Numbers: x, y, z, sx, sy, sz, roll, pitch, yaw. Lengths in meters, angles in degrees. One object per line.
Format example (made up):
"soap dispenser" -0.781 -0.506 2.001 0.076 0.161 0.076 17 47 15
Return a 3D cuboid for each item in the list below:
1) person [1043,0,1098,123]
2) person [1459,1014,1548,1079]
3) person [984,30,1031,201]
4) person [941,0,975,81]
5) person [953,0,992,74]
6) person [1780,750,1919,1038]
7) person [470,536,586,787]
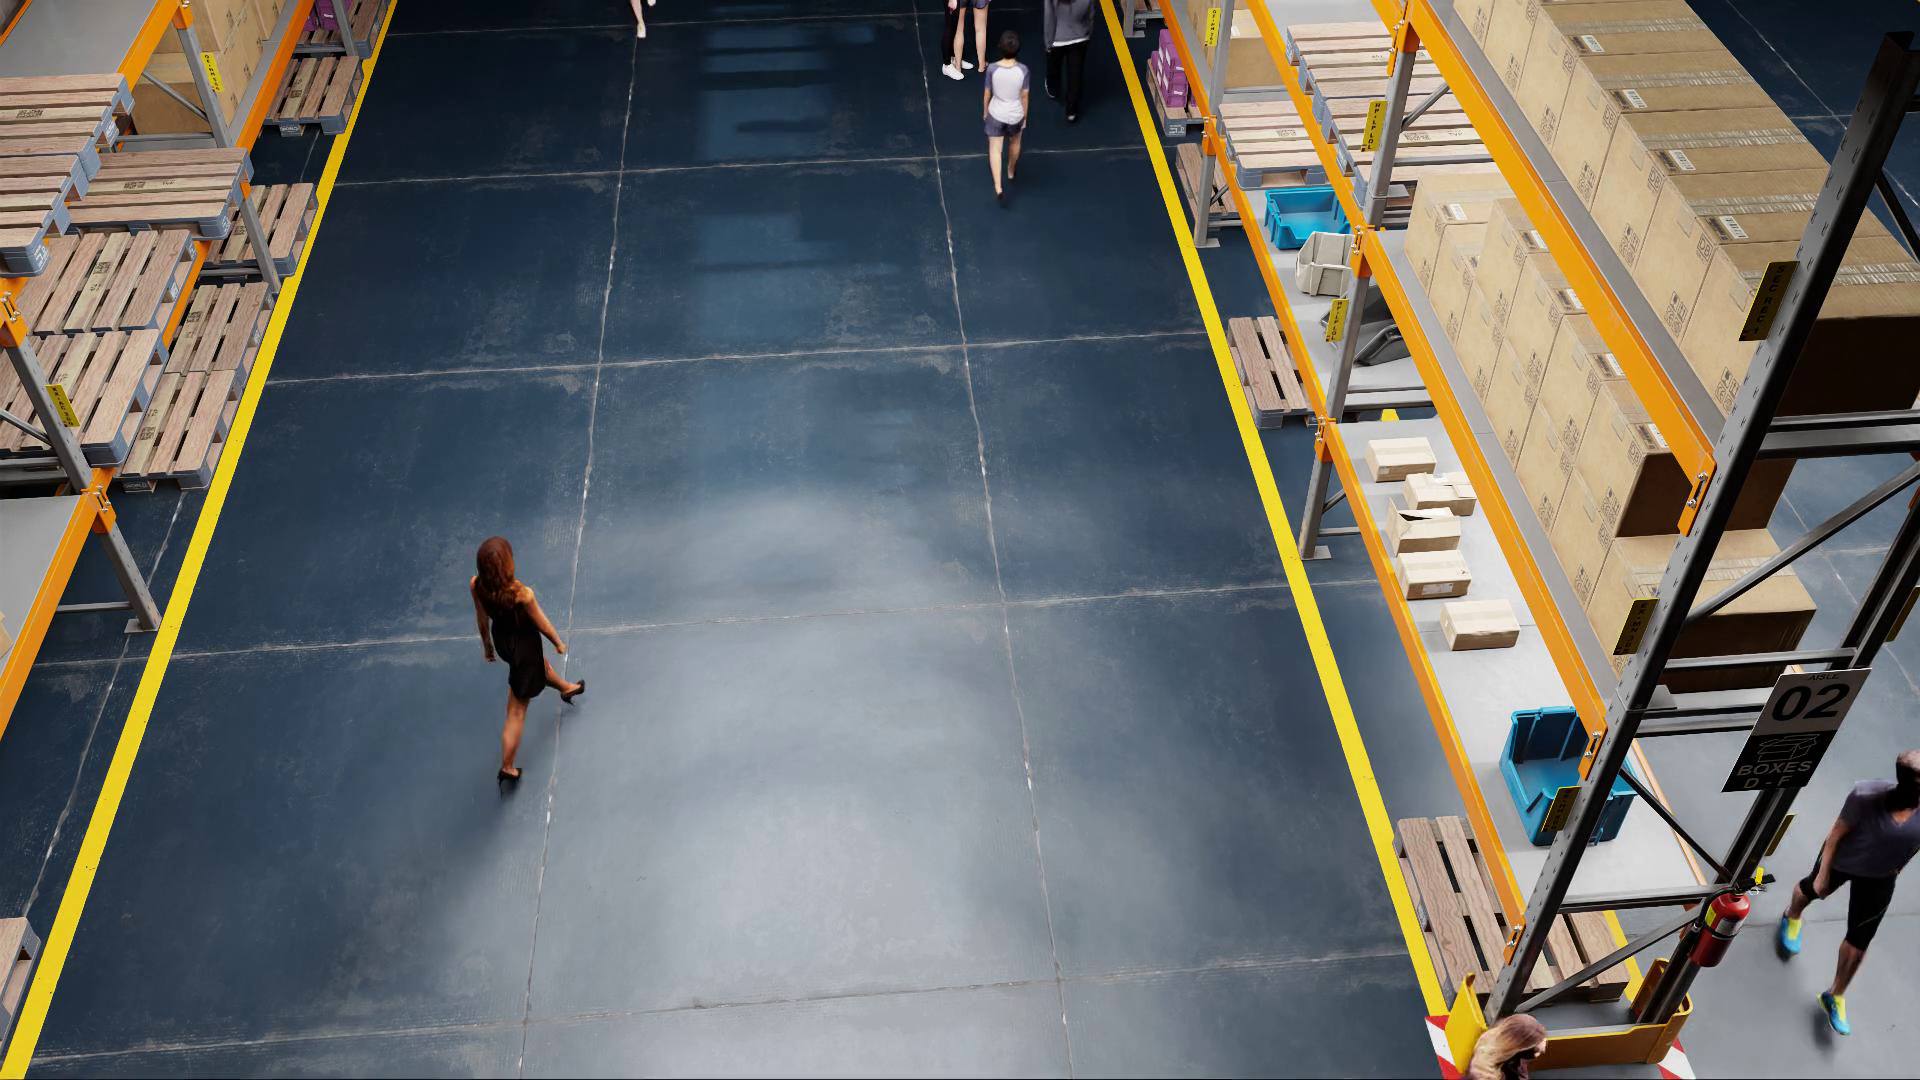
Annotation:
"person" 1.040 -4.781 15.979 0.677 1.564 0.935 -3 44 -3
"person" 2.397 2.715 8.020 0.820 1.688 0.736 25 49 24
"person" 0.414 -3.801 14.971 0.629 1.535 0.992 0 44 0
"person" -0.054 -5.487 16.590 0.731 1.743 0.625 18 47 18
"person" 0.095 -5.491 16.620 0.613 1.707 0.559 1 44 1
"person" 4.833 1.689 8.981 0.875 1.849 1.166 8 44 8
"person" -2.690 0.772 10.000 0.950 1.771 1.239 15 46 15
